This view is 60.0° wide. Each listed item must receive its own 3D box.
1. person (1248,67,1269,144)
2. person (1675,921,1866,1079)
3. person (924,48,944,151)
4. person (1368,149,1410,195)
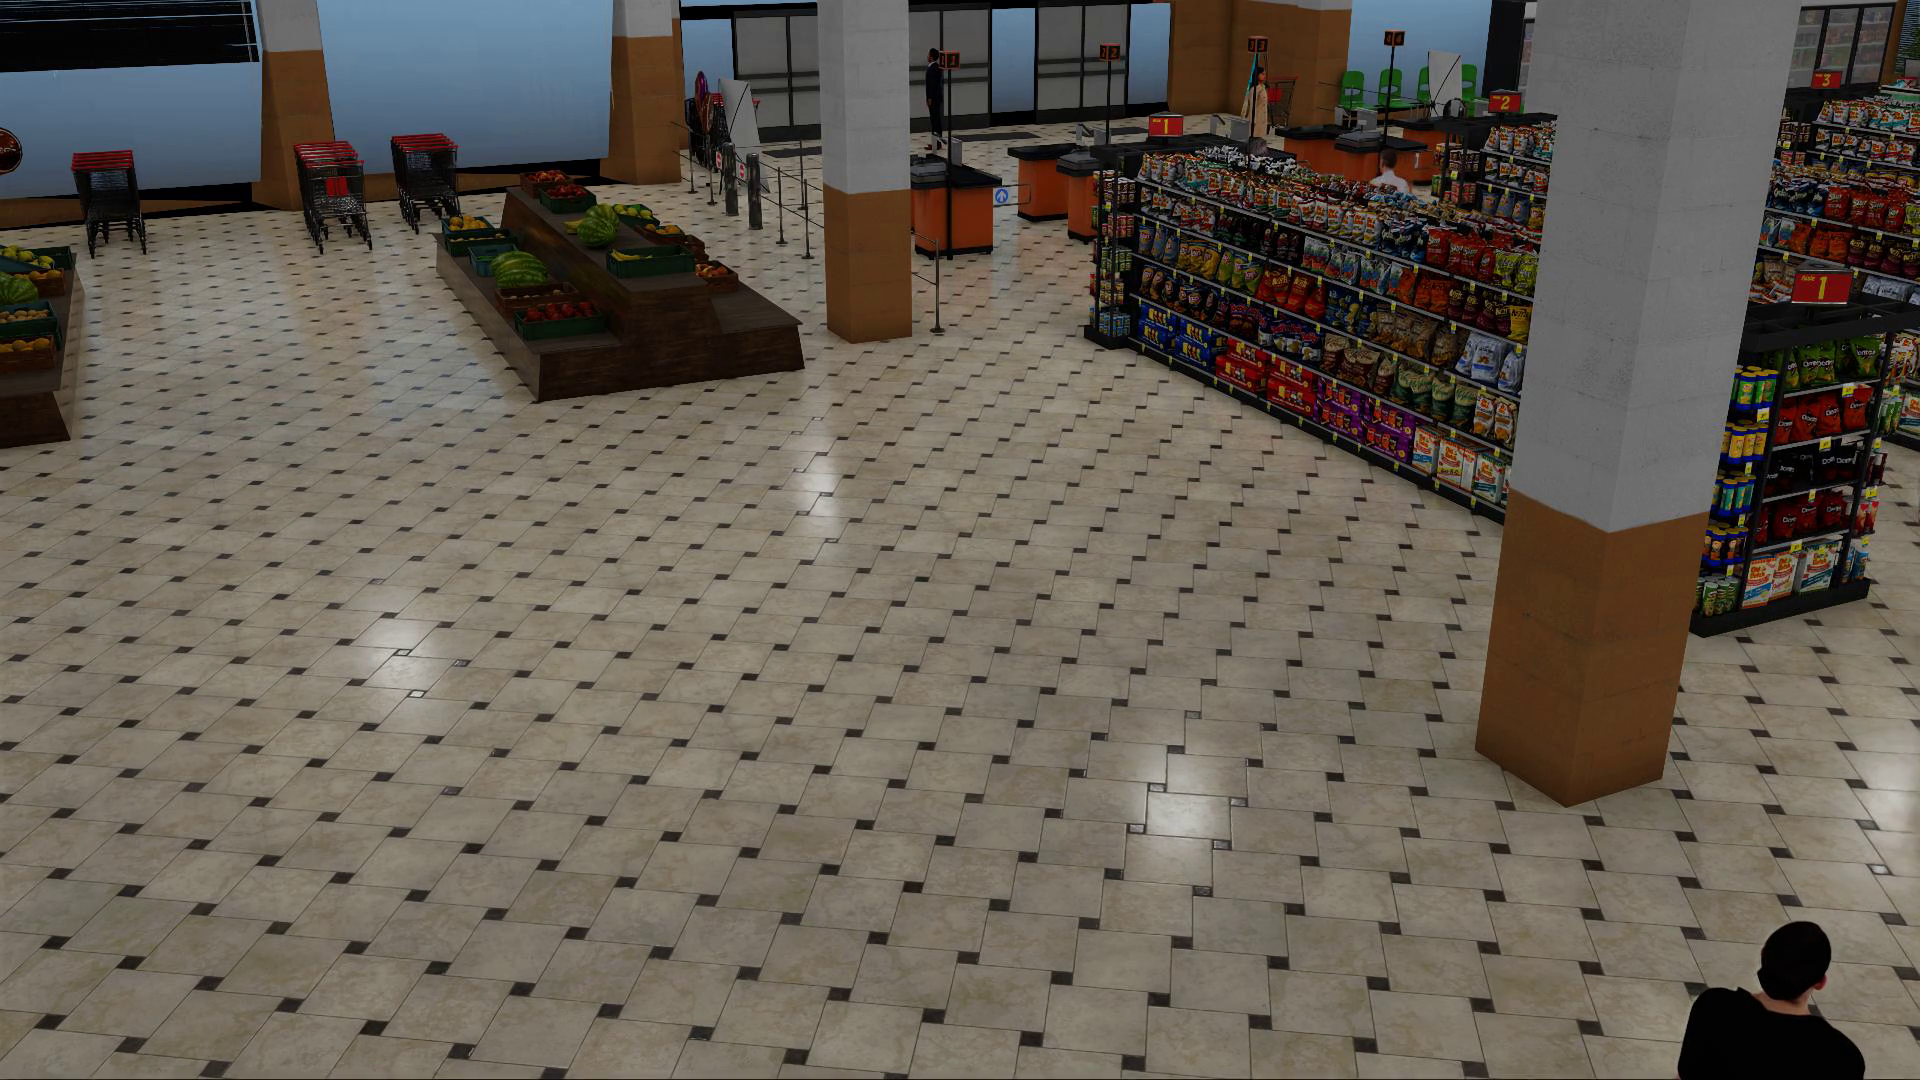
[{"bbox_3d":[4.771,-6.761,26.808,0.744,1.681,0.723,11,24,25],"label":"person"},{"bbox_3d":[2.403,1.928,5.080,0.701,1.759,0.825,18,28,37],"label":"person"},{"bbox_3d":[-0.441,-7.730,29.160,0.767,1.727,0.691,6,23,15],"label":"person"},{"bbox_3d":[4.609,-3.304,18.080,0.886,1.775,1.004,0,22,-1],"label":"person"}]
